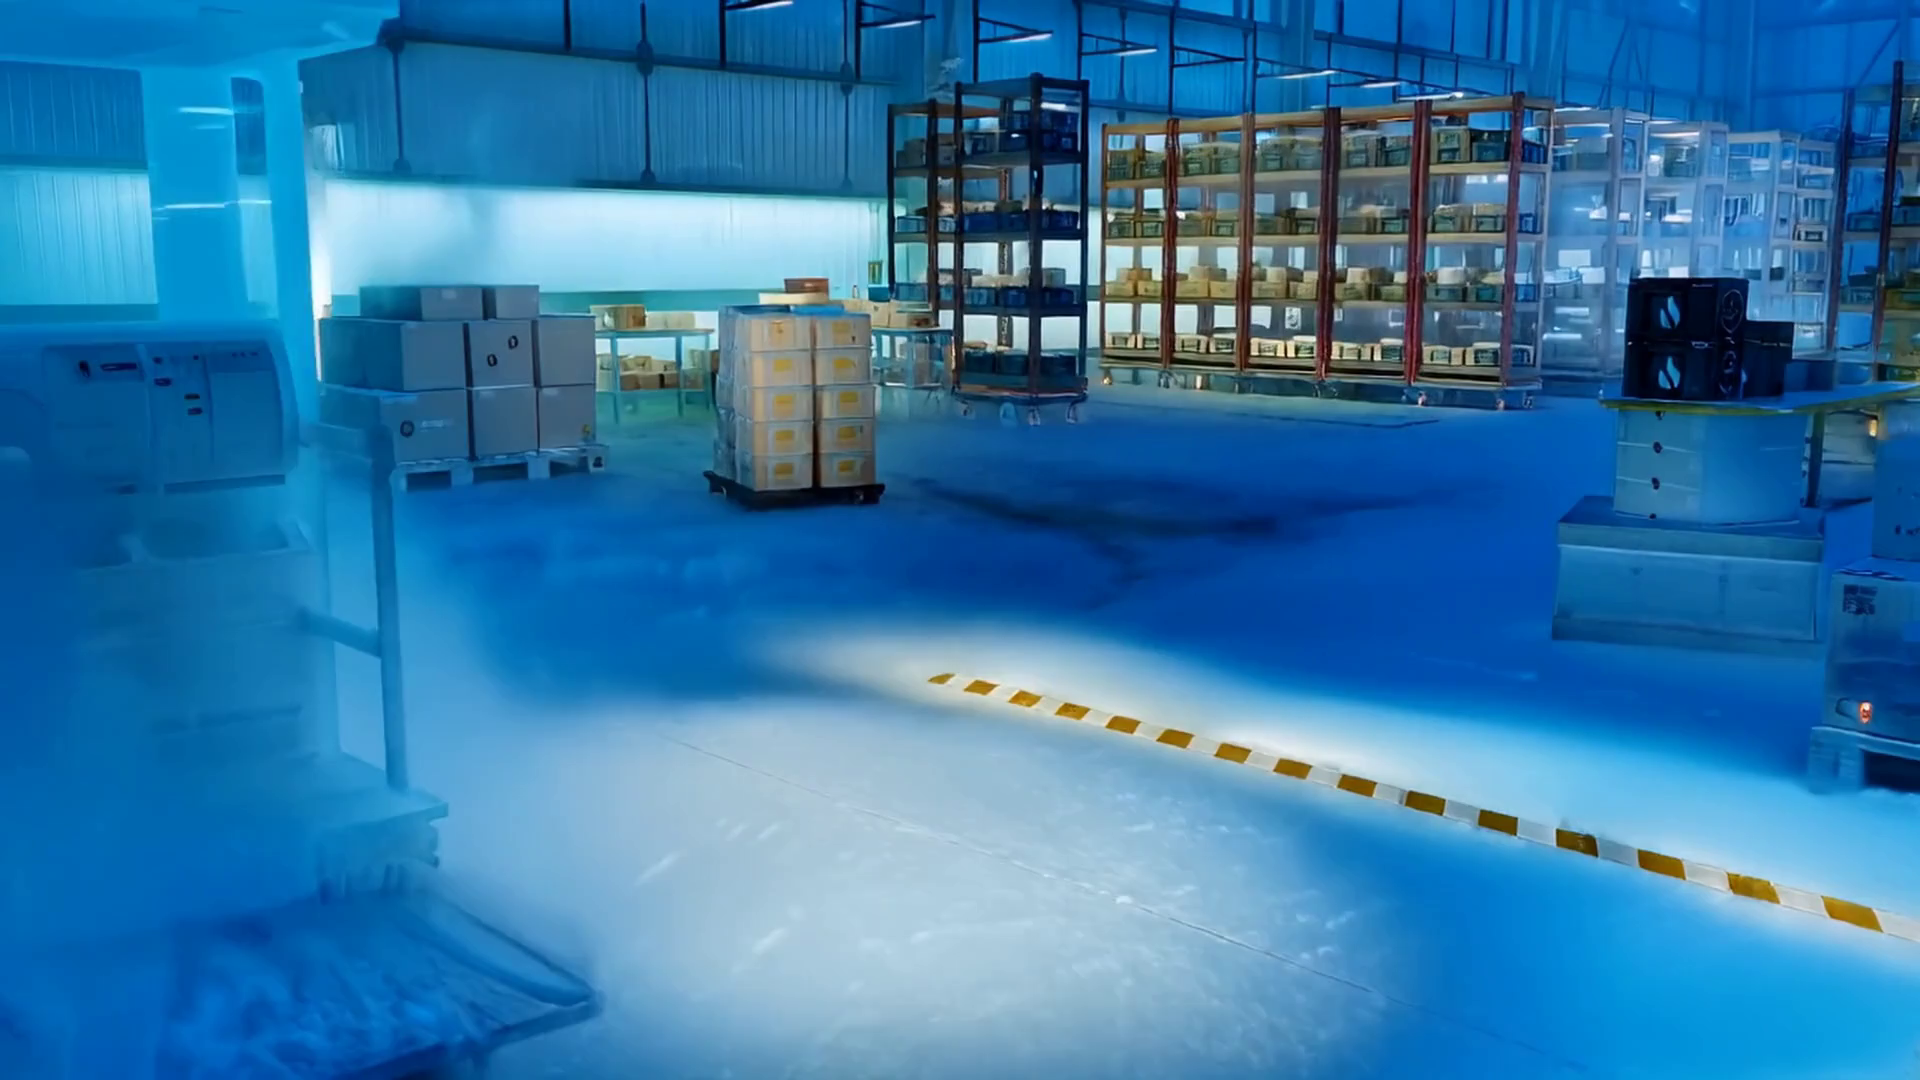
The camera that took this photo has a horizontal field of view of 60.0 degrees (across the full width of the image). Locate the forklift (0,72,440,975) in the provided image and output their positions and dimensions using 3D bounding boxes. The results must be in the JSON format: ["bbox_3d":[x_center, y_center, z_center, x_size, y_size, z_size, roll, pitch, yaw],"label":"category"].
[{"bbox_3d":[-2.480,-0.502,4.629,1.129,2.768,1.873,-9,13,-43],"label":"forklift"}]
